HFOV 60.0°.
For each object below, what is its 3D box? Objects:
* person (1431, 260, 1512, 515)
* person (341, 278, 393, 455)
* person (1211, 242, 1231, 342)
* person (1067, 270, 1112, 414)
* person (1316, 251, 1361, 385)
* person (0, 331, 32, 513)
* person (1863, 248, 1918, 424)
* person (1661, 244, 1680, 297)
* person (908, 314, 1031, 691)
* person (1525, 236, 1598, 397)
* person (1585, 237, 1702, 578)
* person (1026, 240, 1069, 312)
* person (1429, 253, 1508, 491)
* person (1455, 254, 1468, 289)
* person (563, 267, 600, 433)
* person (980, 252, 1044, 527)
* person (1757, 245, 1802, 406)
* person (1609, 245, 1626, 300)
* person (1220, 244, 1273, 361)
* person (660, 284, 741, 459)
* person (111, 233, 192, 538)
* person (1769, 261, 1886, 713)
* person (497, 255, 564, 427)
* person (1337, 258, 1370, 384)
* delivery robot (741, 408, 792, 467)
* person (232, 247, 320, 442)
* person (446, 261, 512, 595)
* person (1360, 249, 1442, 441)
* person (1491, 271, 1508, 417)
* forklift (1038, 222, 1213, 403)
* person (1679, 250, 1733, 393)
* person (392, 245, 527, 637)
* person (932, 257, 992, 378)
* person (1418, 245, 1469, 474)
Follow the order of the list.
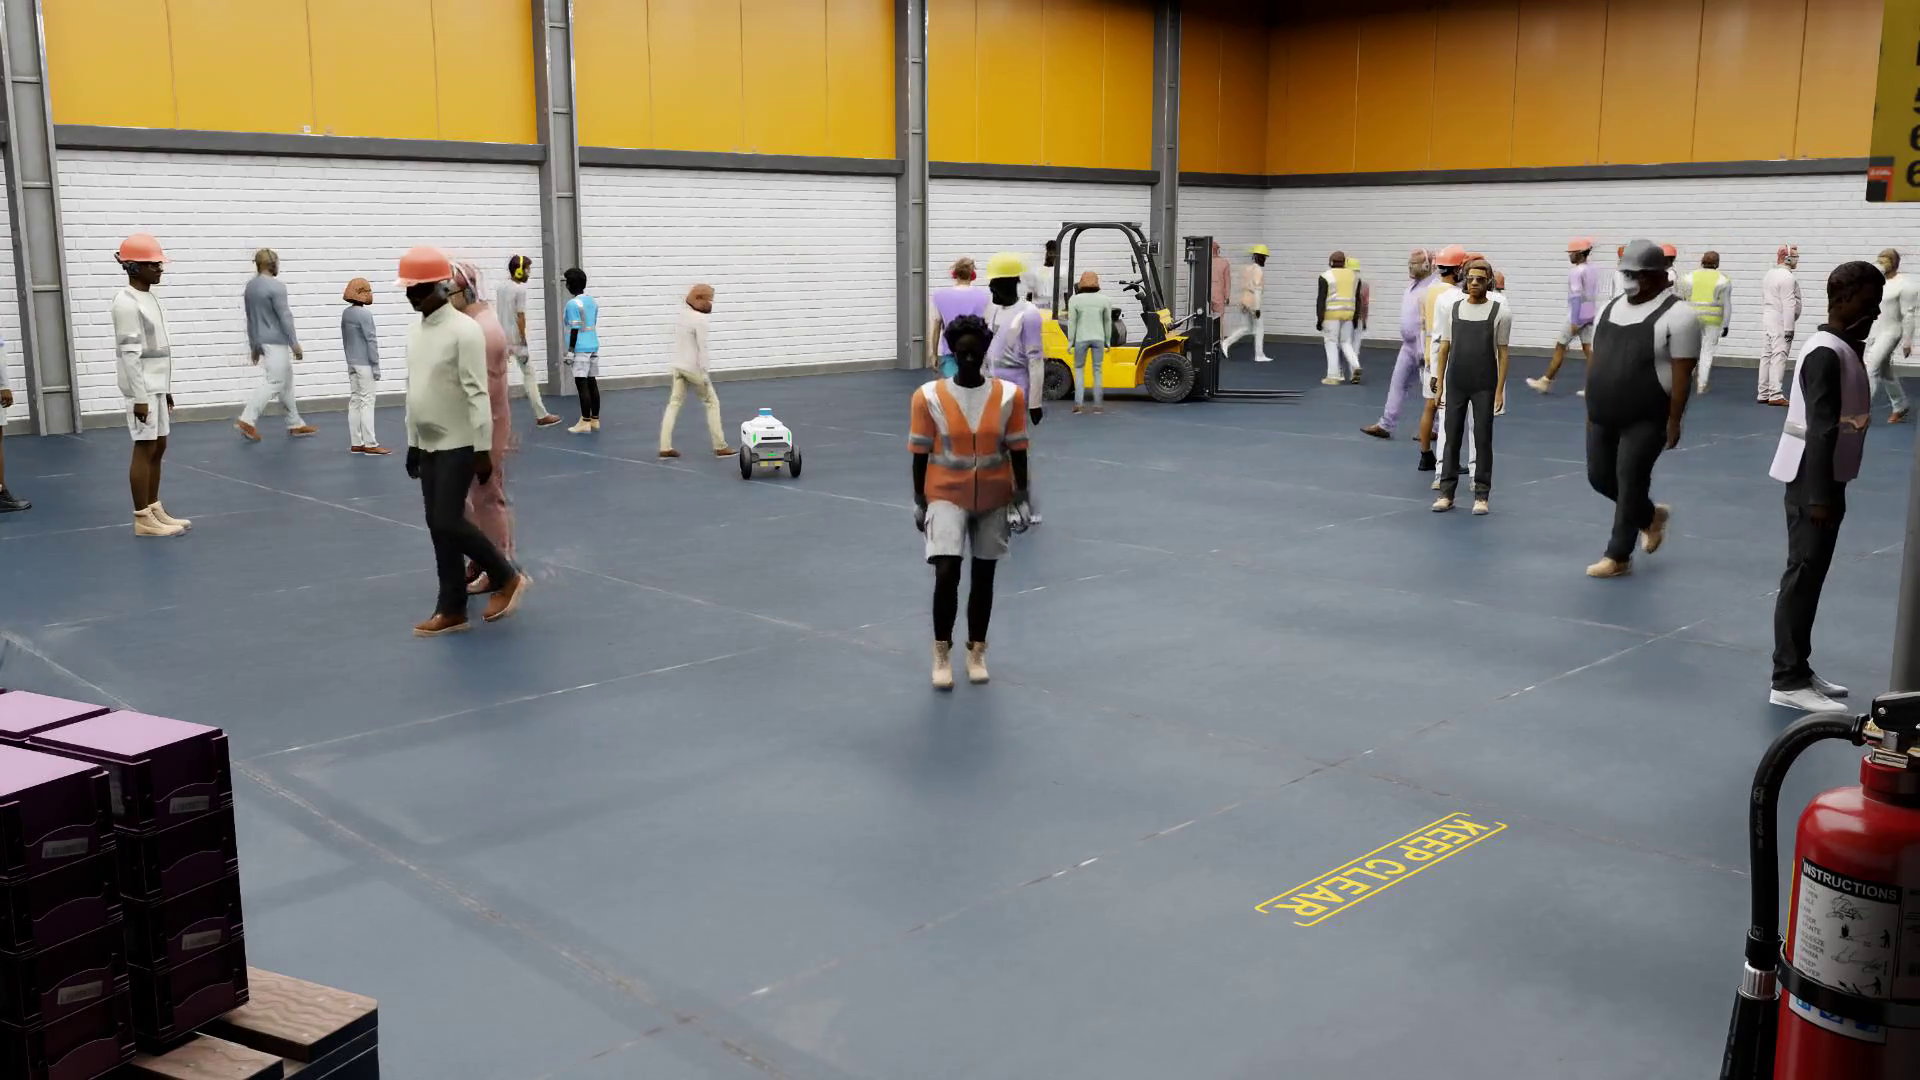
[{"bbox_3d":[3.719,-1.106,12.107,0.508,1.847,0.345,5,12,27],"label":"person"},{"bbox_3d":[-5.516,-1.600,15.380,0.498,1.634,0.280,9,14,41],"label":"person"},{"bbox_3d":[4.474,-4.319,29.466,0.646,1.908,0.408,3,11,15],"label":"person"},{"bbox_3d":[1.469,-2.244,18.899,0.506,1.633,0.282,-1,10,-4],"label":"person"},{"bbox_3d":[5.143,-3.001,22.531,0.658,1.816,0.558,-4,11,-22],"label":"person"},{"bbox_3d":[-7.159,-1.153,12.145,0.543,1.927,0.375,3,11,13],"label":"person"},{"bbox_3d":[9.864,-2.153,17.716,1.023,1.900,0.627,-3,11,-15],"label":"person"},{"bbox_3d":[9.954,-3.239,23.625,0.975,1.882,0.565,4,11,20],"label":"person"},{"bbox_3d":[0.055,-0.156,7.388,0.538,1.680,0.498,-2,11,-11],"label":"person"},{"bbox_3d":[7.678,-2.800,20.918,0.627,1.994,0.991,-9,14,-41],"label":"person"},{"bbox_3d":[4.063,-0.806,9.942,0.756,2.000,0.695,-6,12,-29],"label":"person"},{"bbox_3d":[1.224,-3.155,22.997,0.641,1.953,0.369,0,10,1],"label":"person"},{"bbox_3d":[4.019,-1.326,13.200,0.576,1.885,0.355,3,11,16],"label":"person"},{"bbox_3d":[8.459,-3.937,27.911,0.607,1.703,0.918,-3,11,-17],"label":"person"},{"bbox_3d":[-3.884,-1.939,17.062,0.320,1.694,0.532,2,11,12],"label":"person"},{"bbox_3d":[0.281,-1.002,11.391,0.685,1.904,0.606,-5,11,-24],"label":"person"},{"bbox_3d":[9.786,-2.548,19.807,0.408,1.908,0.645,1,10,3],"label":"person"},{"bbox_3d":[8.936,-3.025,22.476,0.344,1.878,0.584,4,11,22],"label":"person"},{"bbox_3d":[4.613,-3.795,26.666,0.778,1.893,0.627,-2,11,-9],"label":"person"},{"bbox_3d":[-2.370,-1.512,15.046,0.727,1.574,0.526,-7,13,-34],"label":"person"},{"bbox_3d":[-5.426,-1.023,11.161,0.392,2.038,0.606,-2,11,-10],"label":"person"},{"bbox_3d":[3.697,-0.230,7.148,0.392,1.914,0.587,6,12,31],"label":"person"},{"bbox_3d":[-4.623,-2.054,17.379,0.629,1.802,0.952,9,14,41],"label":"person"},{"bbox_3d":[5.350,-3.017,22.893,0.534,1.715,0.923,1,10,3],"label":"person"},{"bbox_3d":[-1.647,-0.874,14.109,0.477,0.478,0.707,-3,11,-15],"label":"delivery robot"},{"bbox_3d":[-6.826,-1.928,16.429,0.640,1.911,0.921,10,15,44],"label":"person"},{"bbox_3d":[-2.758,-0.612,9.331,0.451,1.883,0.657,-7,12,-32],"label":"person"},{"bbox_3d":[4.388,-1.894,16.307,0.878,1.872,0.673,-2,11,-13],"label":"person"},{"bbox_3d":[5.992,-2.197,18.652,0.317,1.631,0.522,7,12,32],"label":"person"},{"bbox_3d":[1.935,-2.847,20.651,2.313,2.155,1.214,2,11,13],"label":"forklift"},{"bbox_3d":[9.551,-2.791,21.342,0.653,1.825,0.442,7,13,34],"label":"person"},{"bbox_3d":[-2.571,-0.491,8.397,0.643,1.976,0.529,10,14,43],"label":"person"},{"bbox_3d":[0.017,-1.775,15.830,0.579,1.817,0.744,0,10,2],"label":"person"},{"bbox_3d":[4.146,-1.530,14.164,0.359,1.939,0.543,-4,11,-22],"label":"person"}]
